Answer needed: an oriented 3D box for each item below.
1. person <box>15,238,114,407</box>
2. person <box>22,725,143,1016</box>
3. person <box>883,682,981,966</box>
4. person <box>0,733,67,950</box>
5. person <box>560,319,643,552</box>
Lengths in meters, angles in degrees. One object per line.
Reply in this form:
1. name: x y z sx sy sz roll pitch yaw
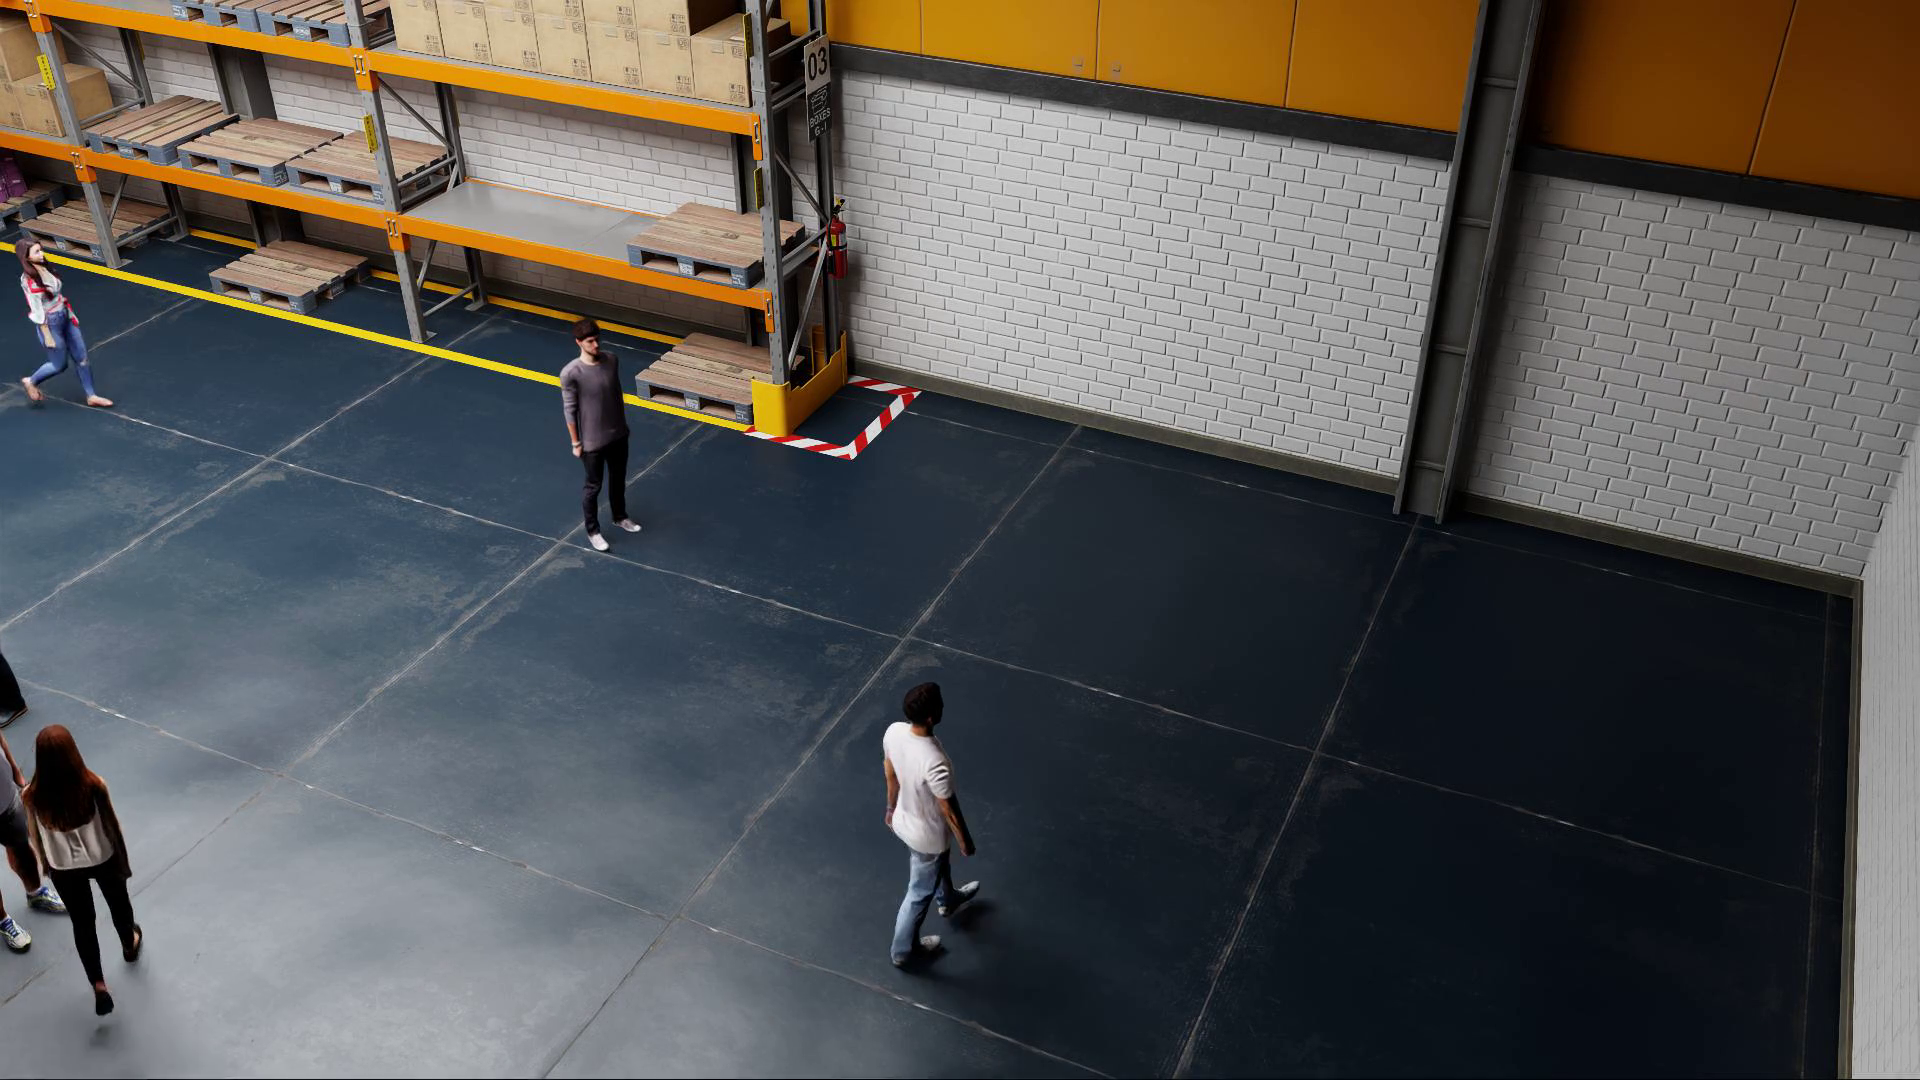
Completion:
1. person: -7.875 -1.840 14.330 1.016 1.596 0.805 2 34 3
2. person: -4.644 1.762 8.815 1.008 1.703 1.074 -14 36 -20
3. person: -0.266 1.578 8.967 1.025 1.841 1.014 -18 38 -25
4. person: -5.417 1.431 9.182 0.566 1.848 0.681 13 36 19
5. person: -2.721 -0.823 12.570 0.628 1.852 0.725 26 41 33
